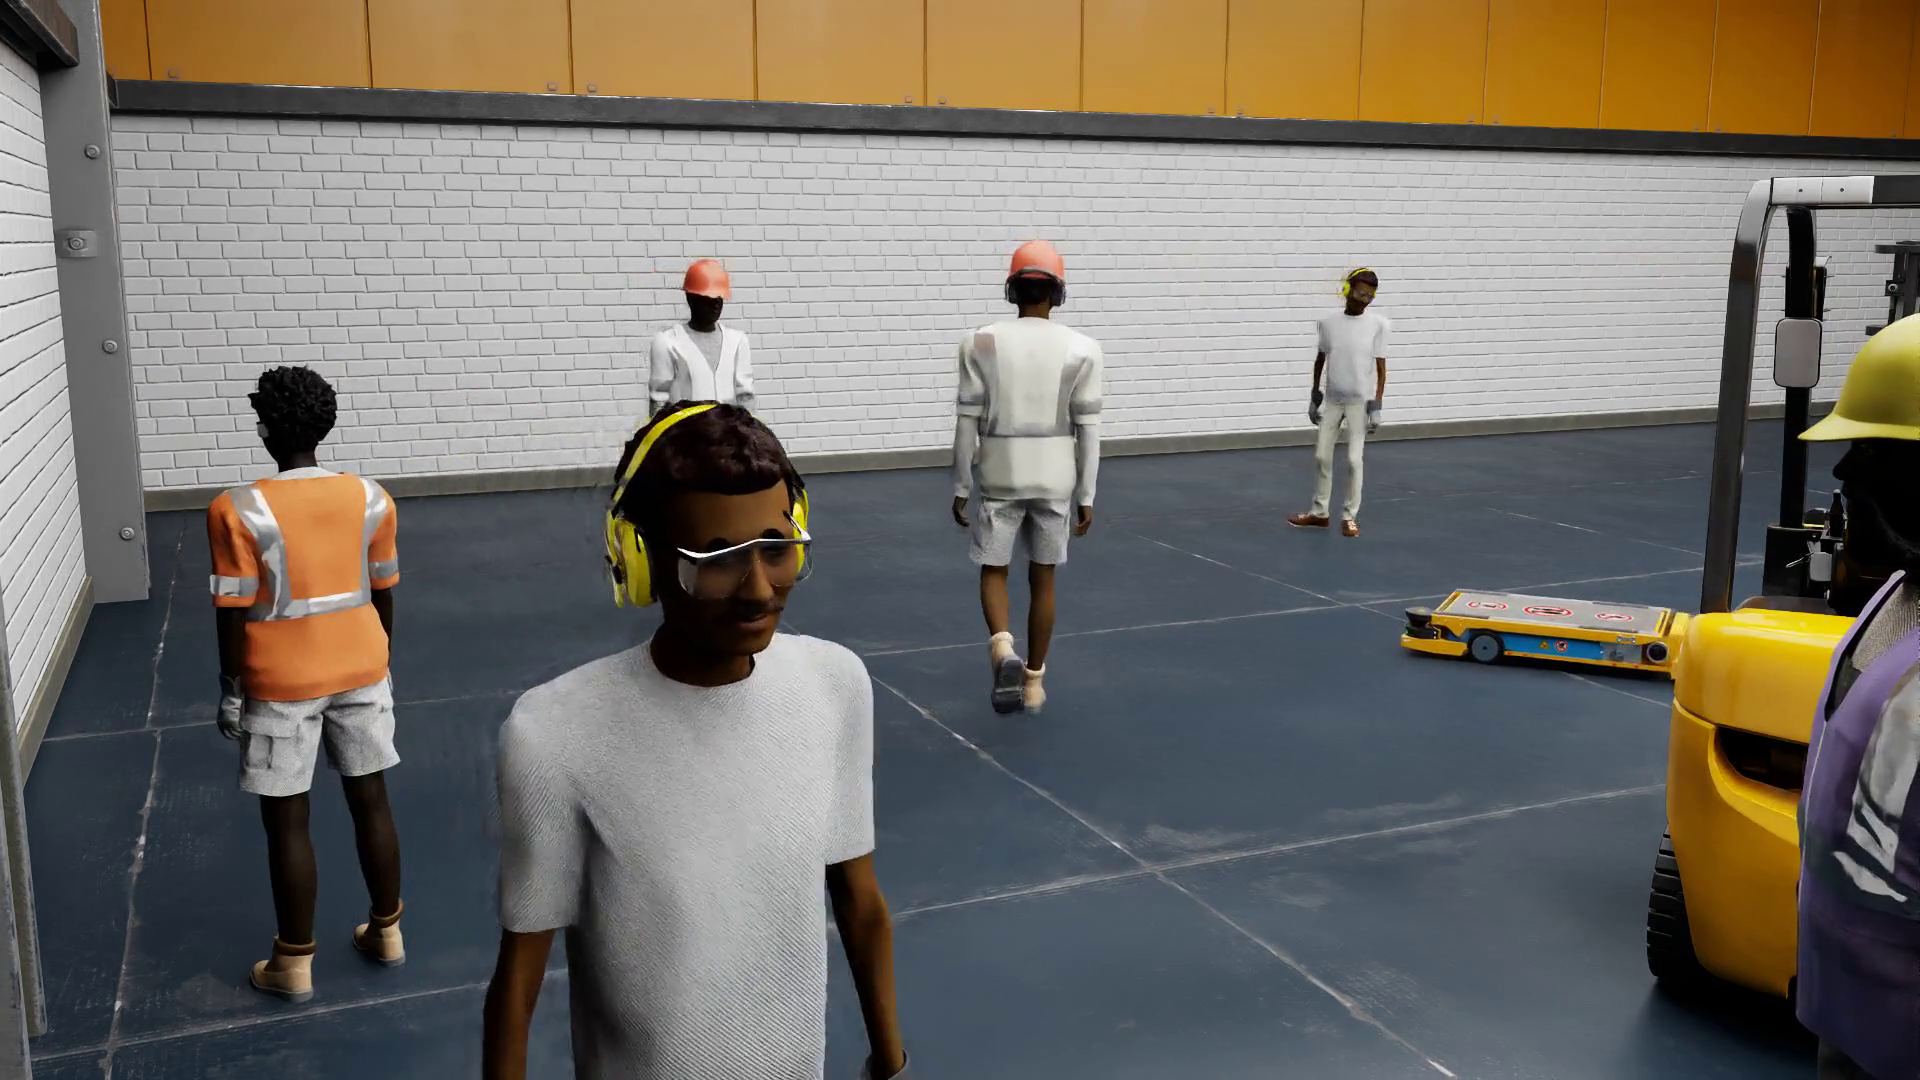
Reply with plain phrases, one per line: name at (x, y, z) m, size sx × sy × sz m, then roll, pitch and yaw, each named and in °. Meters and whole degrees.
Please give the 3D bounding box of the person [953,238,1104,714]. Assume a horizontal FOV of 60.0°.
person at (0.280, -0.225, 6.899) m, size 0.636 × 2.021 × 0.690 m, roll 0°, pitch 10°, yaw 1°

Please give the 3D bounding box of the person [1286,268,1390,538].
person at (2.583, -0.931, 11.325) m, size 0.673 × 1.831 × 0.451 m, roll 7°, pitch 12°, yaw 34°

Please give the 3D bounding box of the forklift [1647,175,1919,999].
forklift at (2.810, 0.094, 4.662) m, size 1.214 × 2.155 × 2.313 m, roll 7°, pitch 12°, yaw 34°

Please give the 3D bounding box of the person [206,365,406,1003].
person at (-1.743, 0.380, 4.493) m, size 0.320 × 1.690 × 0.532 m, roll 8°, pitch 13°, yaw 38°

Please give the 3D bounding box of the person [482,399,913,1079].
person at (-0.339, 0.734, 2.099) m, size 0.555 × 1.849 × 0.476 m, roll -9°, pitch 14°, yaw -42°

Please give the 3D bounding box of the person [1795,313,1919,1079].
person at (1.312, 0.649, 2.337) m, size 0.366 × 1.926 × 0.594 m, roll 3°, pitch 11°, yaw 16°

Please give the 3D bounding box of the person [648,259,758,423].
person at (-1.256, -0.465, 8.517) m, size 0.543 × 1.908 × 0.755 m, roll -8°, pitch 13°, yaw -38°

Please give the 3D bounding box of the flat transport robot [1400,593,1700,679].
flat transport robot at (2.924, 0.442, 8.042) m, size 1.431 × 0.197 × 0.652 m, roll 5°, pitch 11°, yaw 26°
